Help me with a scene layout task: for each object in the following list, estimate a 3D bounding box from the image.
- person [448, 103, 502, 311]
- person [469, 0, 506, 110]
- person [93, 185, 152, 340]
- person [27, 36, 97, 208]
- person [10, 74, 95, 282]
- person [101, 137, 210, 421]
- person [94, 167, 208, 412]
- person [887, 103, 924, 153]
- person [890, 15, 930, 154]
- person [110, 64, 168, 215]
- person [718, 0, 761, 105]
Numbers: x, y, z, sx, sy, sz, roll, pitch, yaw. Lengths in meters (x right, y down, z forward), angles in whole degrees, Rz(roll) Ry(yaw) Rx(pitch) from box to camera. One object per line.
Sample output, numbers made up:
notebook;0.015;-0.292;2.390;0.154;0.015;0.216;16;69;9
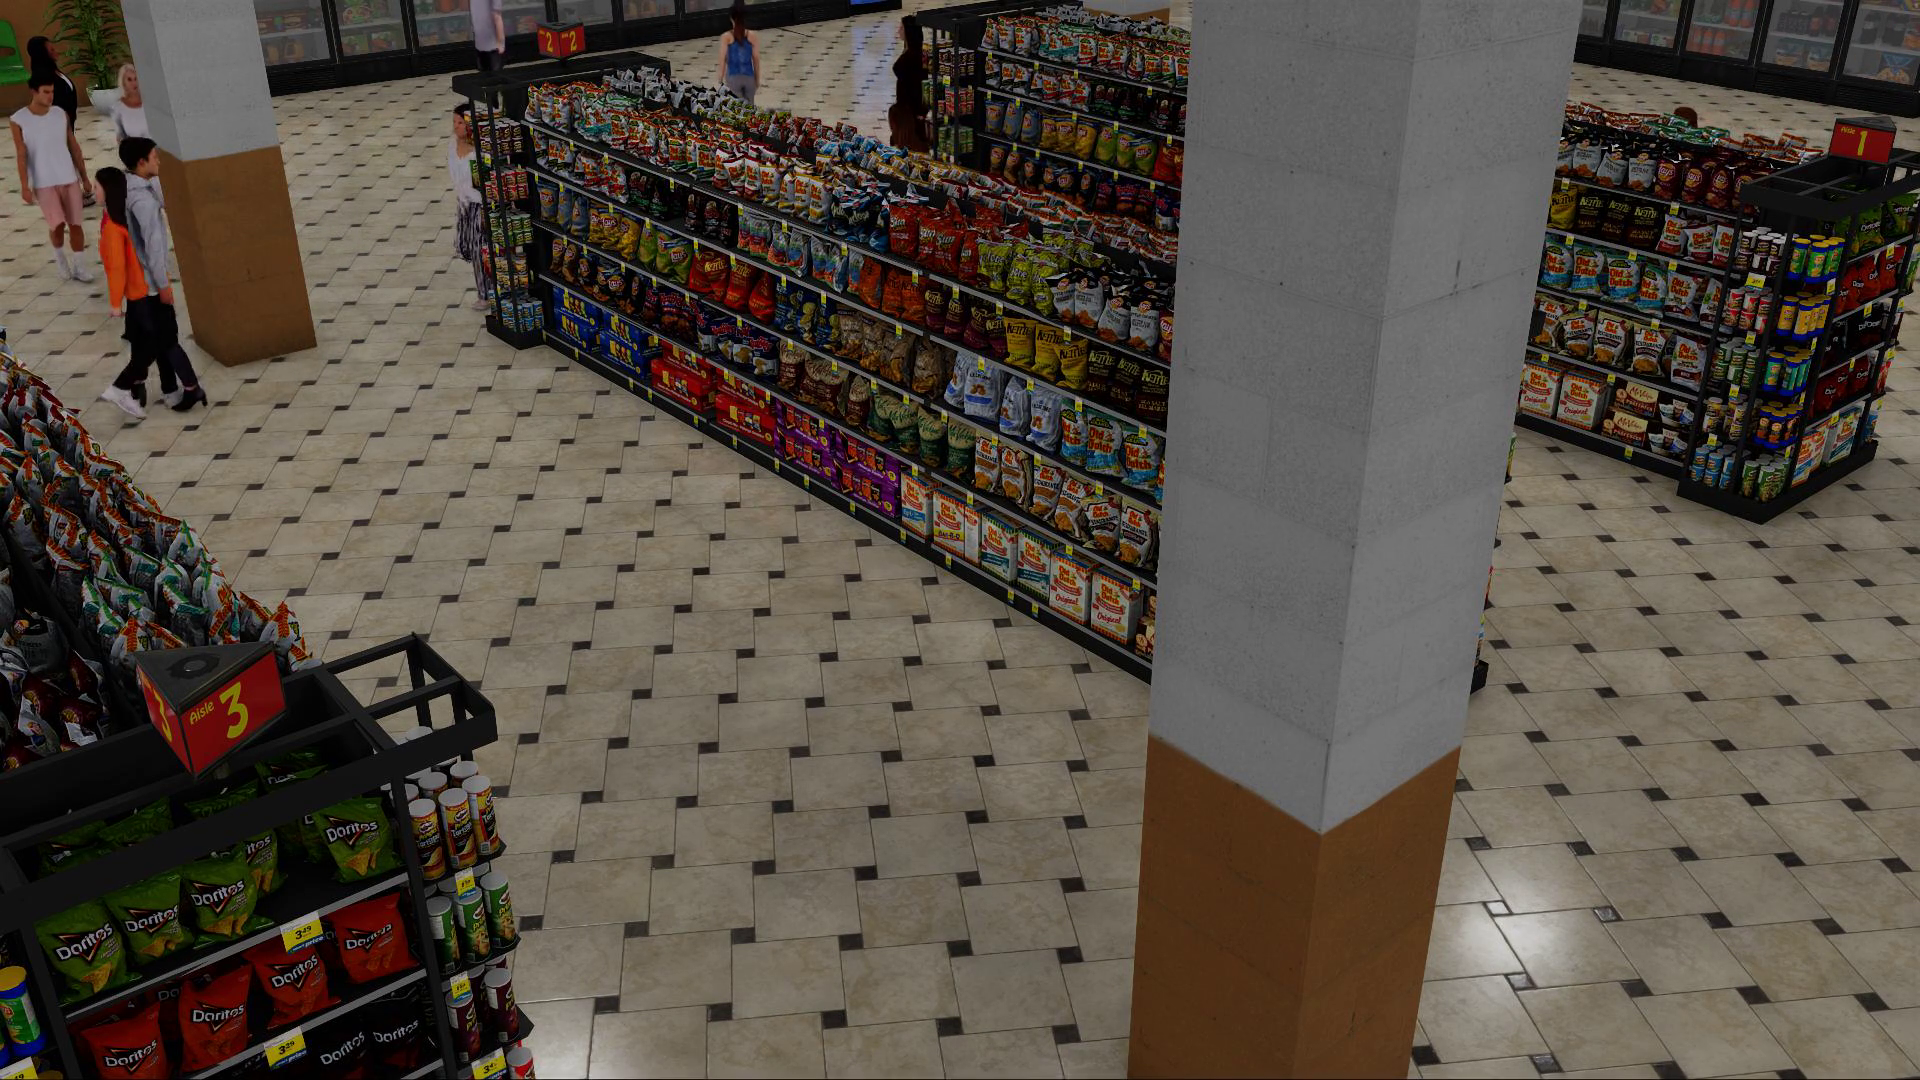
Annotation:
person;-3.822;-2.703;13.436;0.823;1.660;0.861;20;33;33
person;-5.385;-5.782;19.326;0.862;1.823;0.821;20;33;34
person;-6.384;-2.134;12.733;0.550;1.280;0.426;-23;35;-38
person;-8.777;-4.063;16.168;0.737;1.615;0.606;-15;31;-27
person;-7.626;-3.022;13.962;0.733;1.754;0.734;22;34;36
person;-5.598;-1.731;11.271;0.761;1.884;0.881;-19;32;-32
person;-5.486;-1.685;11.355;0.955;1.727;0.964;-5;27;-9
person;-0.367;-2.567;13.110;0.905;1.712;0.729;16;31;28
person;-0.377;-4.269;16.427;0.890;1.747;0.805;-4;27;-9
person;-7.085;-3.241;14.427;0.631;1.724;0.890;-17;31;-30
person;-2.333;-4.892;17.832;0.719;1.587;0.929;-12;29;-23
